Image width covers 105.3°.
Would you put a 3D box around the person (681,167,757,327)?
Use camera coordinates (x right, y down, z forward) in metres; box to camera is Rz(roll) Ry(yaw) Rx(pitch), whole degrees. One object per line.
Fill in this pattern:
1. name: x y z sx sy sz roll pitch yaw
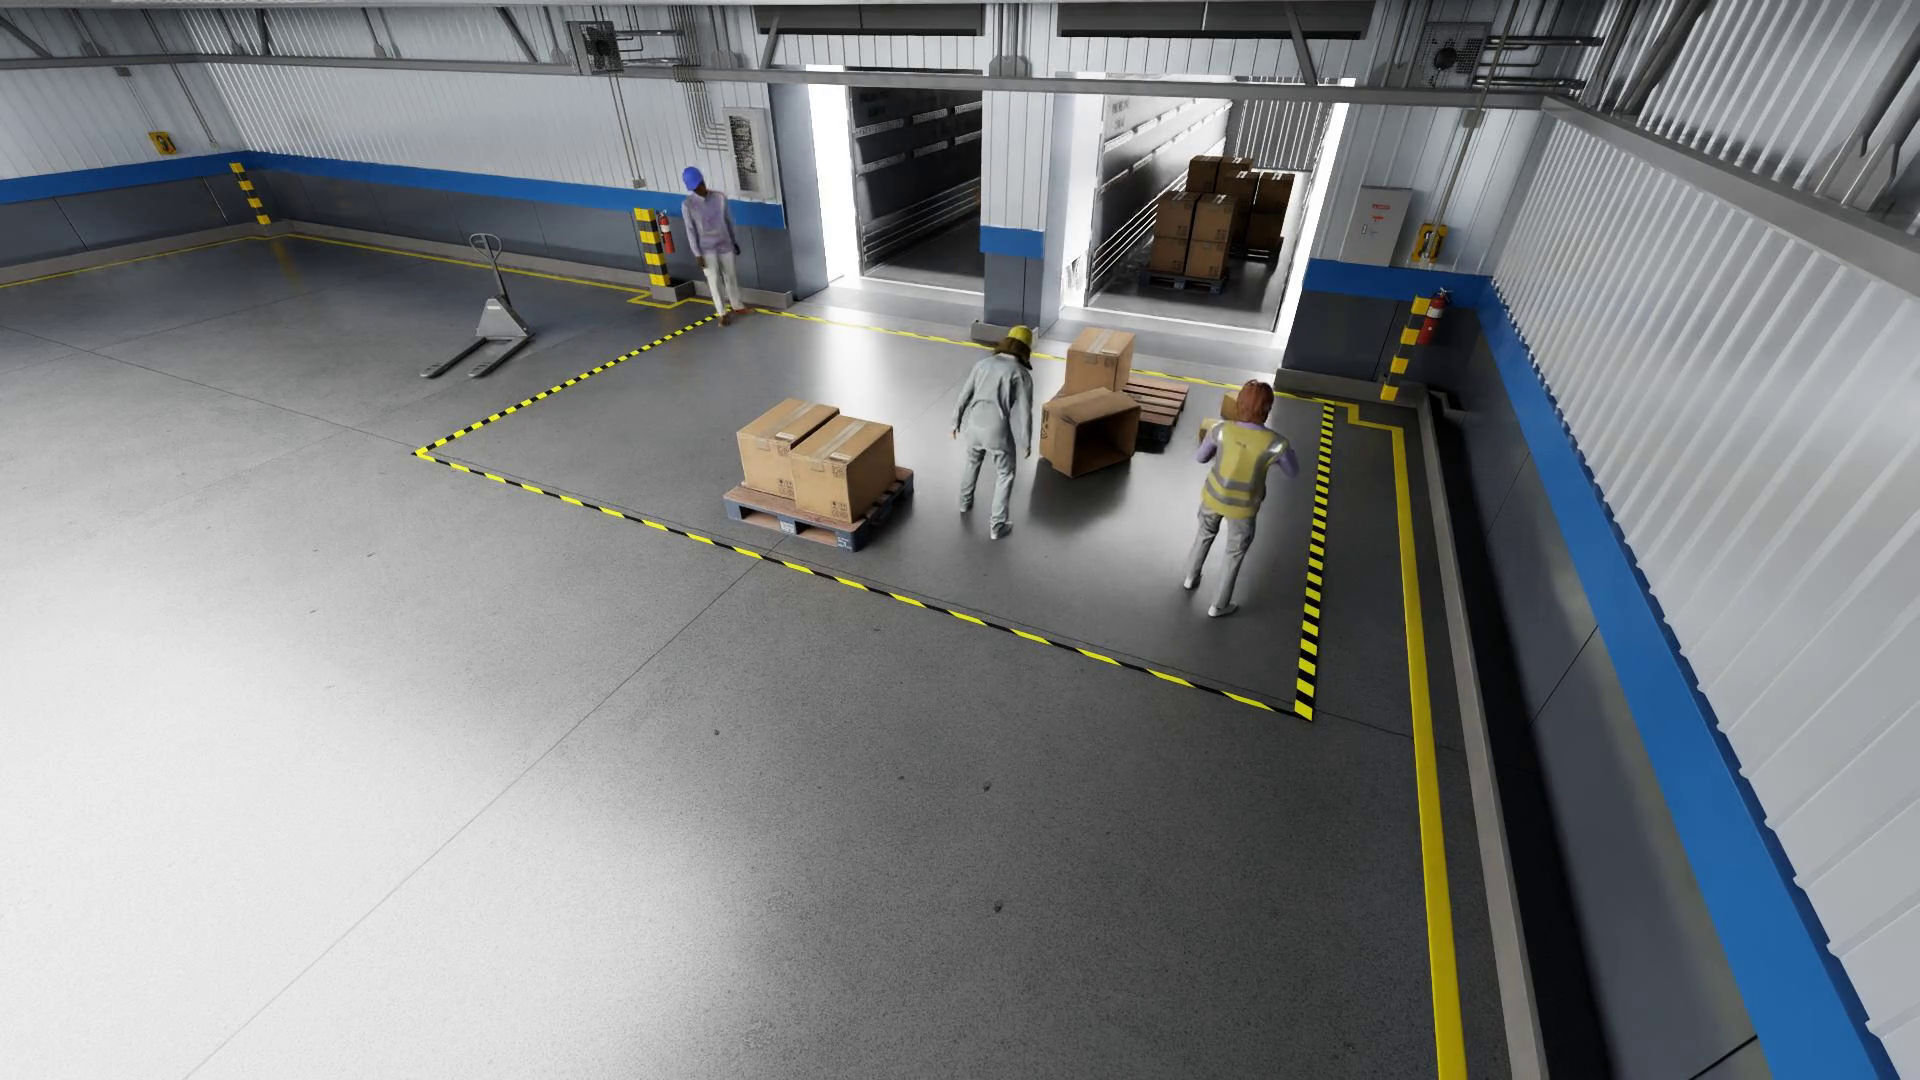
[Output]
1. person: -3.006 -3.658 9.194 0.776 1.898 0.403 -28 44 -34

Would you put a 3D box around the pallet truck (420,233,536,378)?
1. pallet truck: -5.664 -2.712 8.427 0.680 1.201 1.601 0 35 -1

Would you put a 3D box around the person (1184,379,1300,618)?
1. person: 1.812 -0.297 4.729 0.606 1.606 0.654 24 42 30

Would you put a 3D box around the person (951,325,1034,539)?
1. person: 0.265 -0.827 5.572 0.681 1.493 0.717 17 39 23
